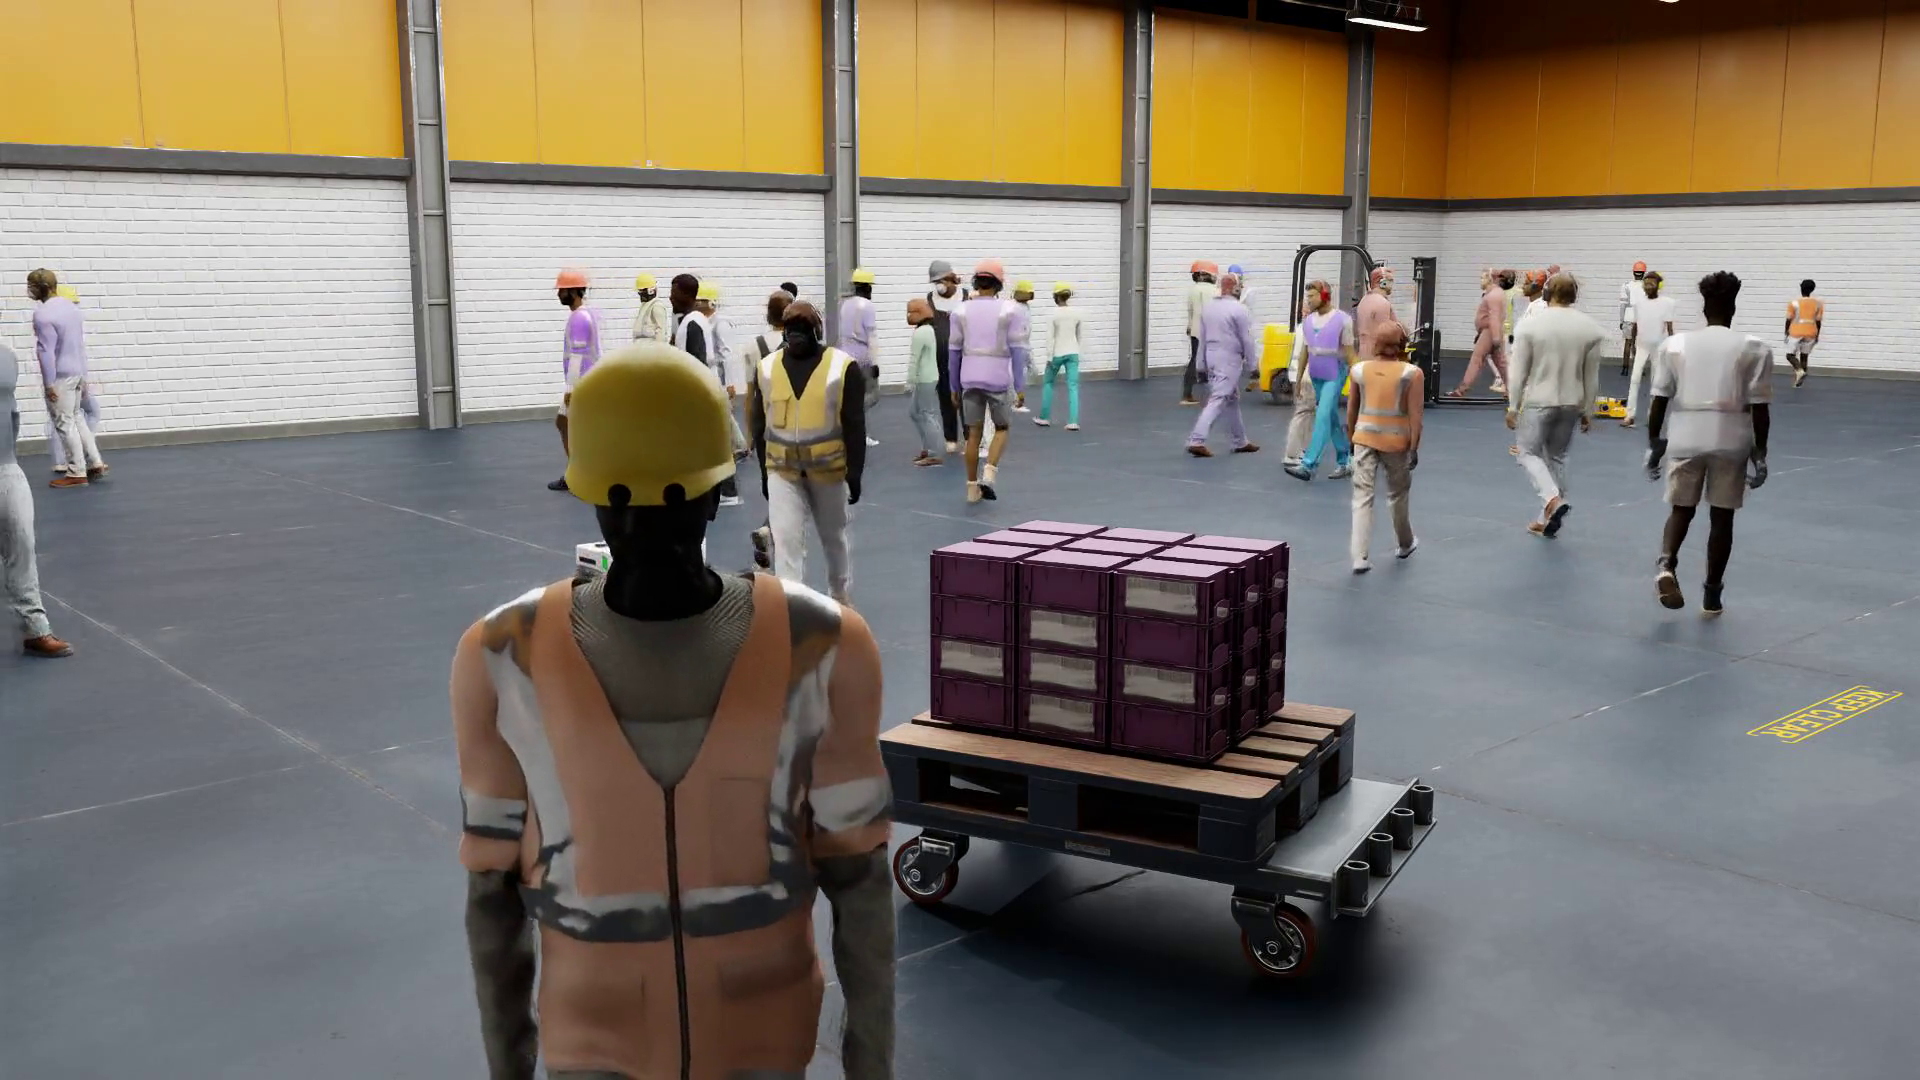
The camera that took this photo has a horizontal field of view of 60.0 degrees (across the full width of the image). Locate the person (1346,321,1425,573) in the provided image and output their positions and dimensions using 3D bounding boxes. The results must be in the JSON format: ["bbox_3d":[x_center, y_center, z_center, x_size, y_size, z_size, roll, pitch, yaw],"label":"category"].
[{"bbox_3d":[2.762,-0.610,10.794,0.532,1.592,0.853,6,11,31],"label":"person"}]

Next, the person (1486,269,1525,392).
[{"bbox_3d":[8.082,-3.097,24.688,0.481,1.827,0.658,-2,10,-14],"label":"person"}]

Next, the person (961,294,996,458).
[{"bbox_3d":[0.213,-1.645,16.745,0.309,1.641,0.514,-3,10,-19],"label":"person"}]

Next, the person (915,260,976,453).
[{"bbox_3d":[-0.115,-1.890,17.003,0.692,2.000,0.666,1,10,6],"label":"person"}]

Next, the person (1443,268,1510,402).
[{"bbox_3d":[7.299,-2.826,23.047,1.006,1.854,0.645,5,11,25],"label":"person"}]

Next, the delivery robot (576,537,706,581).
[{"bbox_3d":[-1.799,0.104,9.403,0.707,0.478,0.477,-9,13,-42],"label":"delivery robot"}]

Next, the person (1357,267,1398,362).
[{"bbox_3d":[4.367,-1.882,17.338,0.407,1.913,0.638,-1,10,-7],"label":"person"}]

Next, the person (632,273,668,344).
[{"bbox_3d":[-3.667,-2.238,19.679,0.403,1.823,0.588,-5,11,-26],"label":"person"}]

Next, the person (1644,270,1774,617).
[{"bbox_3d":[4.161,-0.521,9.260,0.630,1.945,0.577,6,11,32],"label":"person"}]

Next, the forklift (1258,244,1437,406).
[{"bbox_3d":[5.256,-2.933,22.661,2.313,2.155,1.214,3,10,16],"label":"forklift"}]

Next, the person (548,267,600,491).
[{"bbox_3d":[-3.324,-1.335,14.097,0.649,1.919,0.570,-2,10,-10],"label":"person"}]

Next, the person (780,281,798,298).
[{"bbox_3d":[-2.212,-2.529,21.753,0.540,1.696,0.316,9,13,43],"label":"person"}]

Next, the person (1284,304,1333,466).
[{"bbox_3d":[3.388,-1.514,16.026,0.581,1.608,0.531,-3,10,-18],"label":"person"}]

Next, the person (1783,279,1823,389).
[{"bbox_3d":[12.750,-3.098,25.119,0.540,1.677,0.521,1,10,5],"label":"person"}]

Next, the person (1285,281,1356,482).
[{"bbox_3d":[3.223,-1.418,14.952,0.954,1.791,0.592,-6,11,-30],"label":"person"}]

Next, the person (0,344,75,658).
[{"bbox_3d":[-5.011,-0.340,8.365,0.958,1.905,0.641,3,10,16],"label":"person"}]

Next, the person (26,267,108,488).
[{"bbox_3d":[-7.856,-1.411,14.545,0.398,1.922,0.647,-1,10,-4],"label":"person"}]

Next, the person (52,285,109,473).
[{"bbox_3d":[-8.321,-1.508,15.604,0.545,1.745,0.573,4,11,24],"label":"person"}]

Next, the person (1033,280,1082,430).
[{"bbox_3d":[1.164,-2.166,19.528,0.533,1.734,0.836,-4,11,-23],"label":"person"}]

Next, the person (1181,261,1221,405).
[{"bbox_3d":[3.417,-2.826,22.778,0.931,1.947,0.642,-8,12,-38],"label":"person"}]

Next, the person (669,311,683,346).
[{"bbox_3d":[-2.818,-1.814,17.274,1.024,1.801,0.539,-8,13,-40],"label":"person"}]

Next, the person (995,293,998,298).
[{"bbox_3d":[0.392,-2.754,23.248,0.285,1.634,0.499,6,11,30],"label":"person"}]

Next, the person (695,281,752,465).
[{"bbox_3d":[-2.385,-1.561,15.837,0.955,1.786,0.607,-6,12,-33],"label":"person"}]

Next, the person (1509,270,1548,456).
[{"bbox_3d":[5.797,-1.785,16.855,0.355,1.883,0.573,4,10,21],"label":"person"}]

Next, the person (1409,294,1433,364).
[{"bbox_3d":[6.713,-2.907,24.209,0.506,1.603,0.558,7,12,37],"label":"person"}]

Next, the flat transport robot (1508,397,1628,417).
[{"bbox_3d":[7.728,-1.709,21.119,1.431,0.197,0.652,4,10,20],"label":"flat transport robot"}]

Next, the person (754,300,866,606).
[{"bbox_3d":[-0.798,-0.380,8.908,0.628,1.801,0.981,1,10,9],"label":"person"}]

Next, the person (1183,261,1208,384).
[{"bbox_3d":[3.776,-3.447,26.421,0.357,1.938,0.542,8,13,40],"label":"person"}]

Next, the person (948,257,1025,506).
[{"bbox_3d":[0.225,-1.278,13.499,0.670,2.015,0.536,3,10,18],"label":"person"}]

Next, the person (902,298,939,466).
[{"bbox_3d":[-0.376,-1.505,15.983,0.431,1.614,0.493,2,10,10],"label":"person"}]

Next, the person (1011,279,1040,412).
[{"bbox_3d":[0.820,-2.513,21.547,0.396,1.726,0.503,4,10,20],"label":"person"}]

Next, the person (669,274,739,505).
[{"bbox_3d":[-2.256,-1.193,13.406,0.978,1.867,0.611,-1,10,-6],"label":"person"}]

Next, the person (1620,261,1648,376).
[{"bbox_3d":[11.425,-3.732,28.091,0.546,1.938,0.360,4,10,20],"label":"person"}]

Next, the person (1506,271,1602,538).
[{"bbox_3d":[4.226,-0.935,11.759,0.647,1.923,0.622,-1,10,-7],"label":"person"}]

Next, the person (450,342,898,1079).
[{"bbox_3d":[-0.375,0.691,2.280,0.595,1.913,0.471,-2,10,-11],"label":"person"}]

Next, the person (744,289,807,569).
[{"bbox_3d":[-1.171,-0.691,10.681,0.515,1.820,0.799,4,10,20],"label":"person"}]

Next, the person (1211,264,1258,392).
[{"bbox_3d":[4.129,-3.123,24.655,0.614,1.906,0.991,9,13,41],"label":"person"}]

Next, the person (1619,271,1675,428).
[{"bbox_3d":[8.068,-2.208,19.462,0.543,1.834,0.881,7,12,36],"label":"person"}]

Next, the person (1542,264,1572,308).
[{"bbox_3d":[9.876,-3.639,27.705,0.653,1.890,0.513,1,10,3],"label":"person"}]

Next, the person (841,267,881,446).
[{"bbox_3d":[-1.078,-1.919,17.551,0.518,1.909,0.611,-6,11,-32],"label":"person"}]

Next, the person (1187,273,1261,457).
[{"bbox_3d":[2.683,-1.766,16.843,0.985,1.864,0.644,-5,11,-25],"label":"person"}]
